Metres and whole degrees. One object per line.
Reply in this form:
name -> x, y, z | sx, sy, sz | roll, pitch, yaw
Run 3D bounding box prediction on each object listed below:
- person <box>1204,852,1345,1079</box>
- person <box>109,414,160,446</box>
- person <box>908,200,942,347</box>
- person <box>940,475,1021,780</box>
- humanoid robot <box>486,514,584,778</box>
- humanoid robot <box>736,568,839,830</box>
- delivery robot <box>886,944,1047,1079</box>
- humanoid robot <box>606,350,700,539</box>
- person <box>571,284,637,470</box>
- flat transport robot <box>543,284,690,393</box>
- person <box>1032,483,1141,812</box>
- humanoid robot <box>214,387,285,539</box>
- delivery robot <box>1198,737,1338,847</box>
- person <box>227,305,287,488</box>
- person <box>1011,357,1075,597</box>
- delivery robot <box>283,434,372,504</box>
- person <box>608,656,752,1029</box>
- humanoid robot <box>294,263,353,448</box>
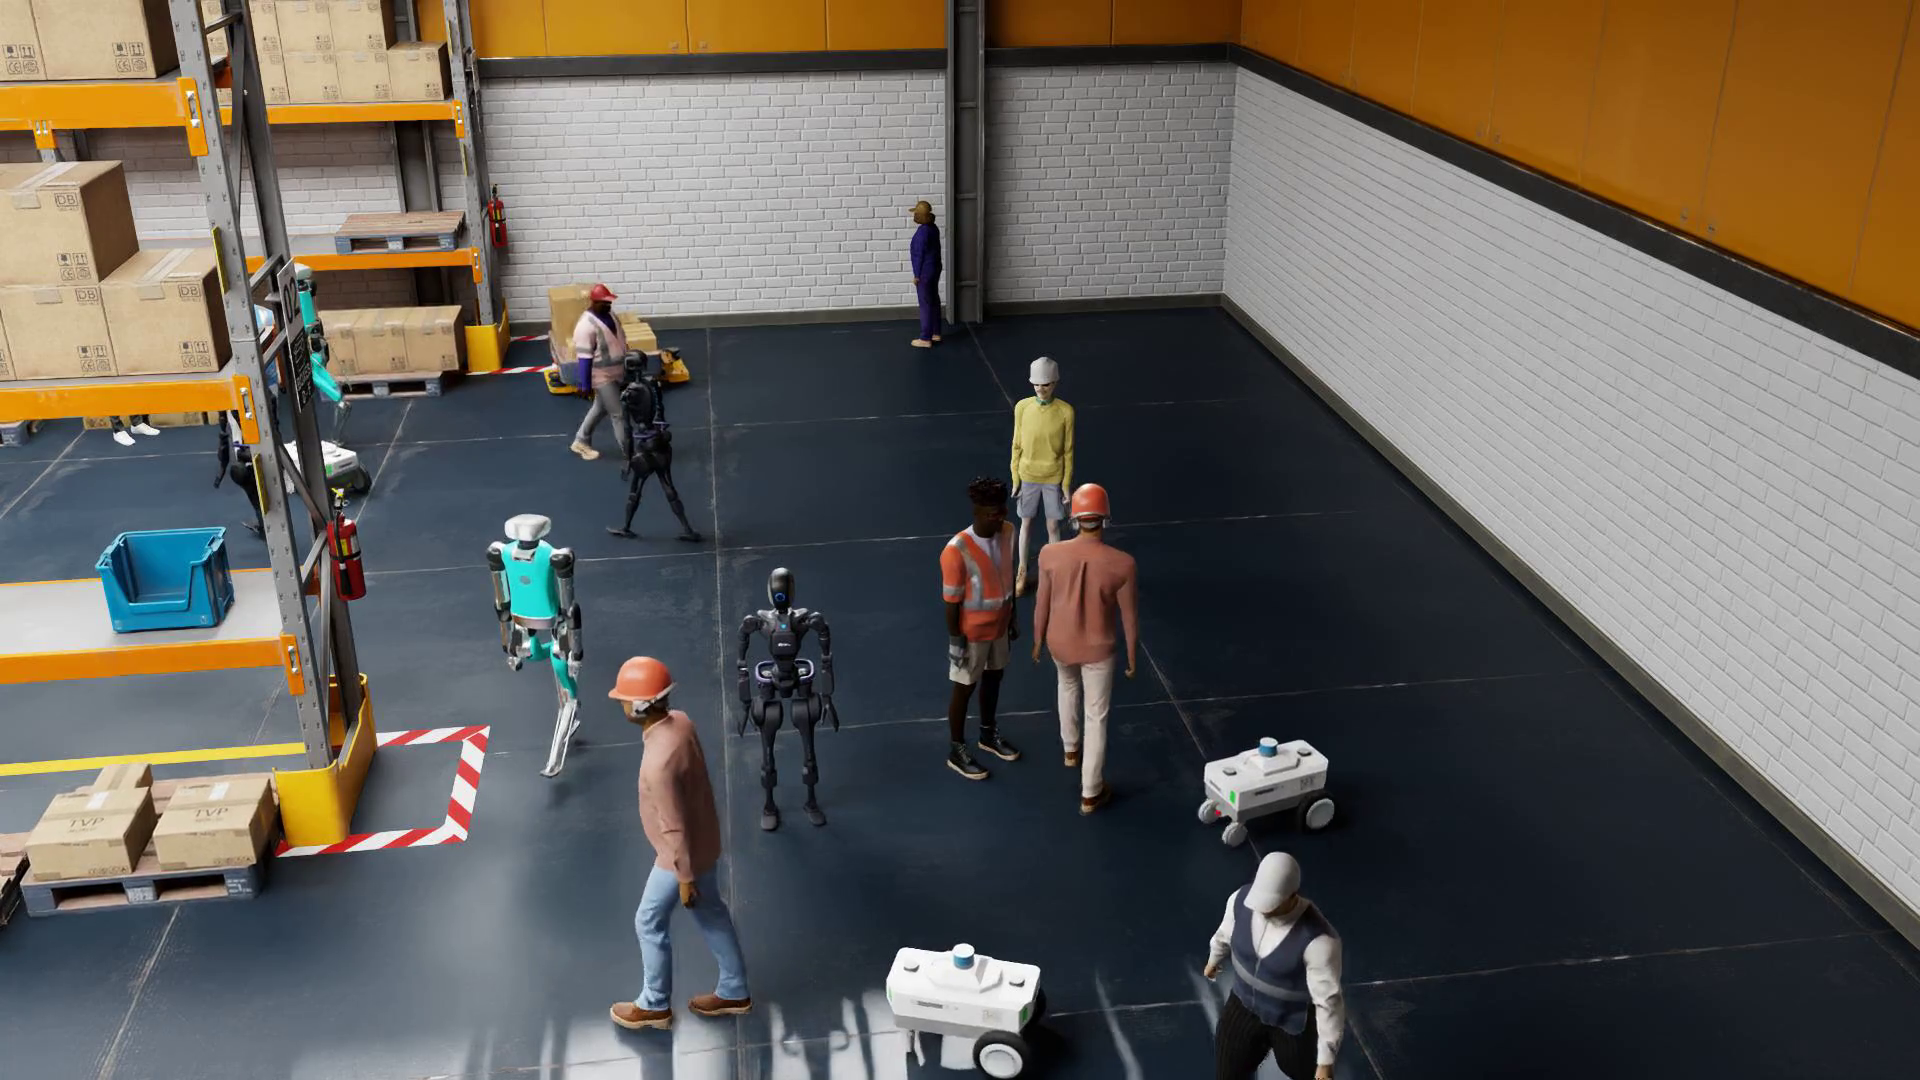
person -> 1.303, 2.007, 7.055 | 0.784, 1.692, 0.941 | 19, 30, 36
person -> -7.900, -1.828, 15.570 | 0.329, 1.872, 0.509 | 9, 25, 20
person -> -0.396, -2.960, 18.463 | 0.362, 1.619, 0.450 | 9, 25, 20
person -> 0.138, 0.518, 10.125 | 0.377, 1.958, 0.602 | 21, 31, 39
humanoid robot -> -2.503, 0.588, 10.231 | 0.538, 1.735, 0.992 | 4, 24, 9
humanoid robot -> -0.995, 0.914, 9.560 | 0.589, 1.652, 0.330 | -4, 24, -8
delivery robot -> 0.042, 2.209, 7.999 | 0.759, 0.588, 0.525 | 5, 24, 11
humanoid robot -> -2.525, -0.758, 13.429 | 0.787, 1.621, 0.608 | 9, 25, 20
person -> -3.210, -1.484, 14.988 | 0.893, 1.715, 0.612 | 7, 25, 15
flat transport robot -> -3.610, -1.778, 17.447 | 1.431, 0.231, 0.659 | -8, 25, -17
person -> 0.775, 0.589, 9.966 | 0.666, 1.948, 0.877 | 8, 25, 17
humanoid robot -> -5.656, -0.653, 13.203 | 0.742, 1.641, 0.607 | 13, 27, 27
delivery robot -> 1.794, 1.437, 9.758 | 0.785, 0.587, 0.499 | -10, 26, -22
person -> -6.221, -1.379, 14.583 | 0.618, 1.845, 0.431 | -15, 28, -30
person -> 0.613, -0.468, 12.448 | 0.472, 1.892, 0.385 | 4, 24, 9
delivery robot -> -5.574, -0.641, 14.484 | 0.766, 0.580, 0.499 | 14, 27, 29
person -> -1.401, 1.463, 7.983 | 0.787, 1.946, 0.636 | 2, 24, 5
humanoid robot -> -5.847, -1.612, 15.347 | 0.694, 1.880, 0.550 | 5, 24, 12
